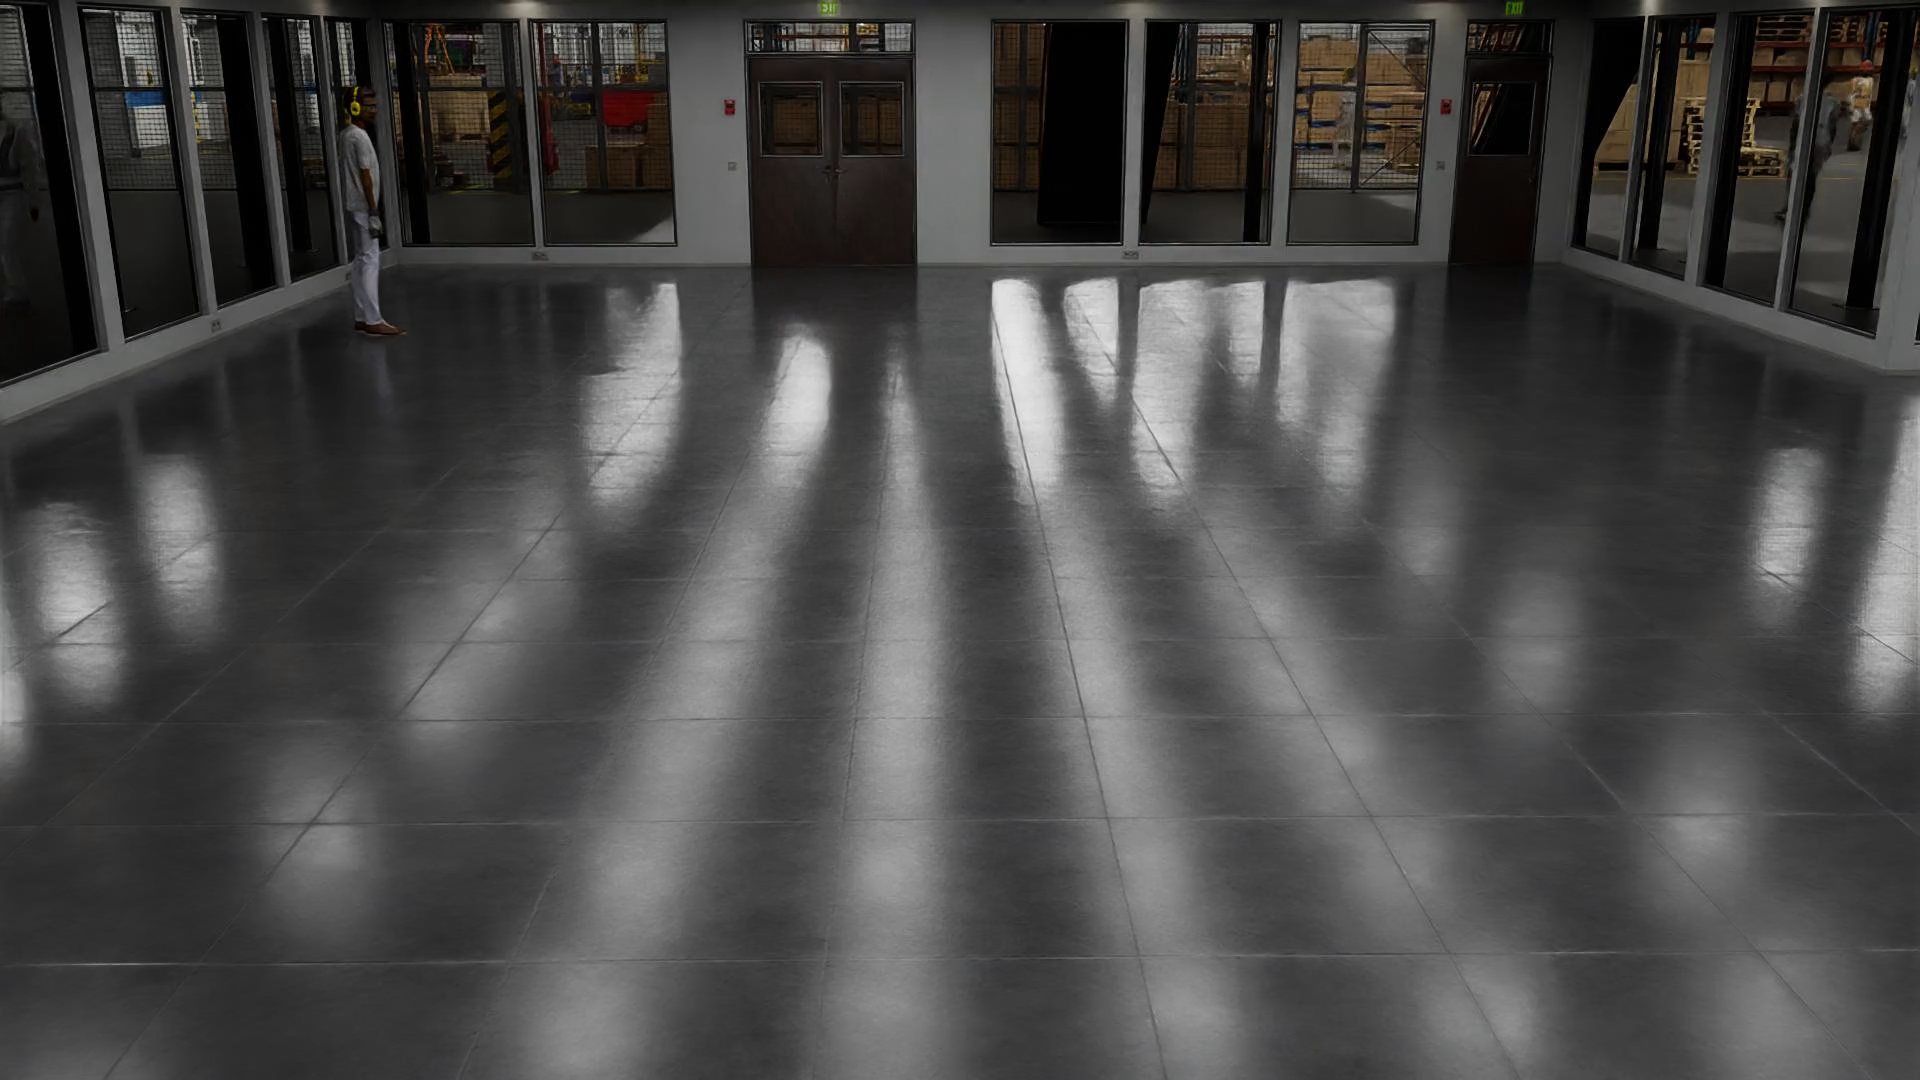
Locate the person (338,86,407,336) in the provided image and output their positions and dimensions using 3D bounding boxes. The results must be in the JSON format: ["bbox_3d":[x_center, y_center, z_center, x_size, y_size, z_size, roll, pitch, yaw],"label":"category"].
[{"bbox_3d":[-4.525,-2.496,12.678,0.332,1.866,0.514,-11,20,-33],"label":"person"}]
